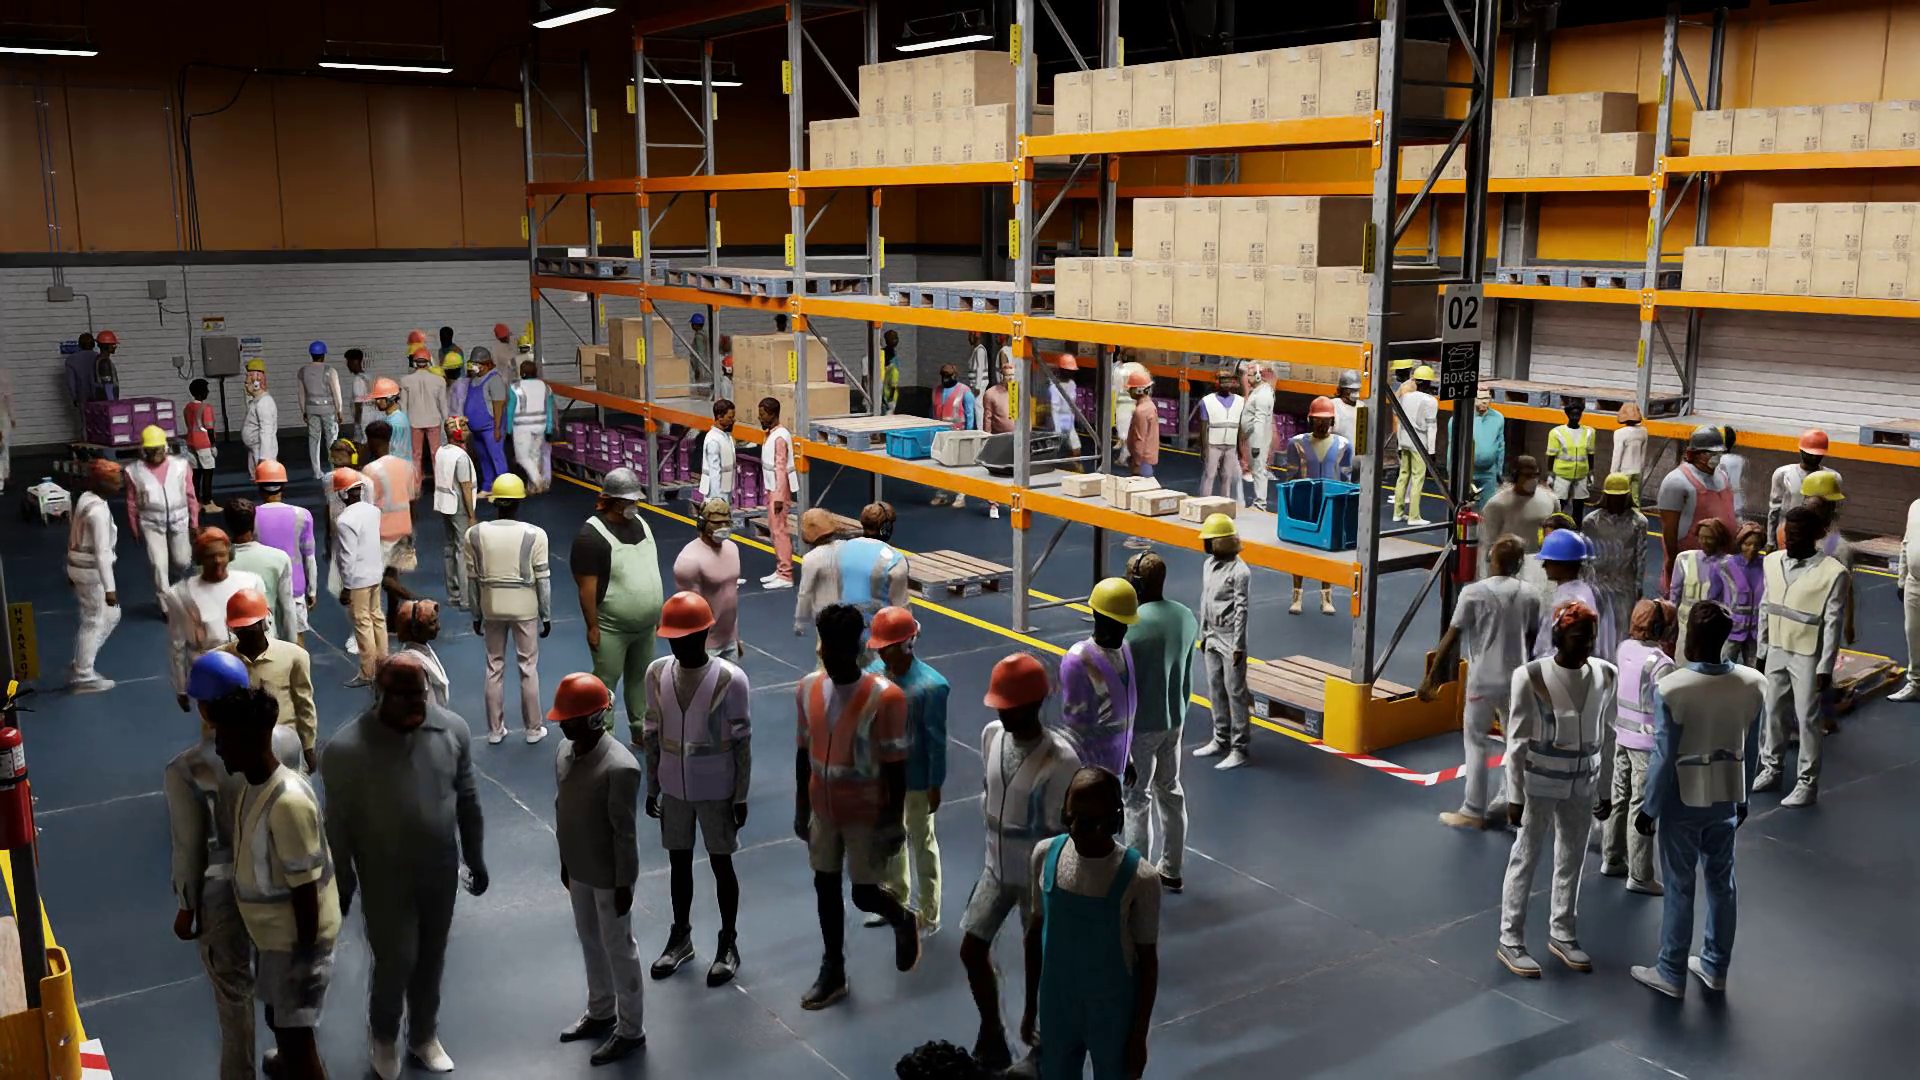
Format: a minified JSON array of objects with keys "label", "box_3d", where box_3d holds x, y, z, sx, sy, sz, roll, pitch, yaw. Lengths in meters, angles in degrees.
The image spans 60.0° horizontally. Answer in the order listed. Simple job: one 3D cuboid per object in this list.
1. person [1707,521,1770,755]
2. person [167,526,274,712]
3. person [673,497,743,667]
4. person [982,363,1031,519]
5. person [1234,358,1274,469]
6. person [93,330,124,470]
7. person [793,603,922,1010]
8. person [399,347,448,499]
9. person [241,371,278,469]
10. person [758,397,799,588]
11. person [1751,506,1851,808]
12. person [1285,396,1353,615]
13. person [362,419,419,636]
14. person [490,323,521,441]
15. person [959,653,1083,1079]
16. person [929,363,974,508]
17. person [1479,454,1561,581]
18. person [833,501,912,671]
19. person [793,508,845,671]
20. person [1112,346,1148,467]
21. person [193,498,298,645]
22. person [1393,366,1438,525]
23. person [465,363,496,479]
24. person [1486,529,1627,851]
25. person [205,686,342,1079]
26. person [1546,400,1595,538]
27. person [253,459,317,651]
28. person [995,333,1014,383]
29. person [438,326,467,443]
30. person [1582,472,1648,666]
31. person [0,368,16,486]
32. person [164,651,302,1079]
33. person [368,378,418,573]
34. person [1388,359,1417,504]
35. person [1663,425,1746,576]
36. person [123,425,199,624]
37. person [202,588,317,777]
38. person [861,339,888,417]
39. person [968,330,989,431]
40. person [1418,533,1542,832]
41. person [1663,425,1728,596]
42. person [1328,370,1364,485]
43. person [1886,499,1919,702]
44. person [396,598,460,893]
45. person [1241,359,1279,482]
[{"label":"person","box_3d":[5.397,0.671,11.471,0.519,1.631,0.318,1,11,5]},{"label":"person","box_3d":[-4.521,0.814,10.193,0.578,1.858,0.868,-9,15,-40]},{"label":"person","box_3d":[-1.583,0.676,10.664,0.378,1.937,0.628,5,12,22]},{"label":"person","box_3d":[0.592,-1.214,20.409,0.636,1.911,0.406,-4,12,-18]},{"label":"person","box_3d":[4.135,-1.947,23.818,0.536,2.000,0.684,-9,14,-39]},{"label":"person","box_3d":[-12.392,-2.032,24.263,0.404,2.038,0.605,-7,13,-32]},{"label":"person","box_3d":[-0.486,1.225,7.810,0.624,1.950,0.579,8,13,34]},{"label":"person","box_3d":[-7.026,-1.533,21.850,0.617,1.986,0.408,-4,12,-18]},{"label":"person","box_3d":[-8.157,-1.019,19.413,0.409,1.907,0.650,-5,12,-24]},{"label":"person","box_3d":[-1.821,-0.482,16.670,0.396,1.908,0.599,-3,11,-15]},{"label":"person","box_3d":[5.289,0.723,10.502,0.390,1.910,0.583,-5,12,-23]},{"label":"person","box_3d":[3.322,-0.314,15.446,0.607,2.048,0.369,1,11,6]},{"label":"person","box_3d":[-4.933,-0.080,14.526,0.641,1.938,0.628,3,11,15]},{"label":"person","box_3d":[-7.422,-2.624,27.562,0.389,1.949,0.777,7,13,32]},{"label":"person","box_3d":[0.212,1.410,6.948,0.661,1.914,0.558,-10,15,-43]},{"label":"person","box_3d":[-0.134,-1.327,21.161,0.634,1.839,0.429,7,13,31]},{"label":"person","box_3d":[4.353,0.270,12.875,0.632,1.888,1.025,-3,11,-15]},{"label":"person","box_3d":[-0.554,0.652,11.056,0.631,1.836,0.429,10,15,41]},{"label":"person","box_3d":[-1.043,0.553,12.120,0.767,1.598,0.517,7,13,32]},{"label":"person","box_3d":[2.483,-1.930,24.323,0.631,1.820,0.795,-7,13,-32]},{"label":"person","box_3d":[-4.564,0.685,10.686,0.588,1.912,0.390,-3,11,-14]},{"label":"person","box_3d":[5.509,-1.140,20.035,0.434,1.913,0.599,-6,12,-26]},{"label":"person","box_3d":[-6.731,-1.685,23.263,0.482,1.735,0.314,2,11,9]},{"label":"person","box_3d":[3.531,0.884,9.779,0.944,1.919,0.617,4,12,22]},{"label":"person","box_3d":[-2.631,1.516,6.434,0.455,1.927,0.717,-9,14,-37]},{"label":"person","box_3d":[6.754,-0.717,18.434,0.538,1.686,0.320,0,11,-2]},{"label":"person","box_3d":[-5.048,0.362,12.306,0.549,1.925,0.384,-7,13,-33]},{"label":"person","box_3d":[0.766,-2.576,27.572,0.388,1.838,0.565,2,11,10]},{"label":"person","box_3d":[-8.242,-2.507,26.999,0.596,1.916,0.372,9,14,38]},{"label":"person","box_3d":[5.081,0.328,12.972,0.487,1.737,0.358,3,12,16]},{"label":"person","box_3d":[-13.323,-1.688,22.826,0.620,1.911,0.649,8,13,34]},{"label":"person","box_3d":[-2.977,1.406,6.890,0.380,1.950,0.605,6,13,29]},{"label":"person","box_3d":[-5.885,-0.667,17.293,0.405,2.035,0.606,-3,11,-16]},{"label":"person","box_3d":[5.711,-1.422,21.430,0.383,1.923,0.590,4,12,19]},{"label":"person","box_3d":[7.458,-0.310,16.414,0.545,1.649,0.842,-6,12,-27]},{"label":"person","box_3d":[-7.339,-0.170,15.290,0.599,1.819,0.650,-8,14,-37]},{"label":"person","box_3d":[-3.747,1.110,8.907,0.576,1.749,0.334,-3,11,-13]},{"label":"person","box_3d":[-1.319,-2.212,25.613,0.315,1.869,0.526,9,14,38]},{"label":"person","box_3d":[0.282,-2.543,27.297,0.369,1.879,0.584,-1,11,-4]},{"label":"person","box_3d":[3.147,0.883,9.919,0.701,1.827,0.446,-3,12,-16]},{"label":"person","box_3d":[7.052,-0.223,15.790,0.663,1.718,0.593,3,11,13]},{"label":"person","box_3d":[4.241,-0.845,18.177,0.672,2.000,0.536,-5,12,-26]},{"label":"person","box_3d":[7.304,0.341,12.494,0.400,1.896,0.653,-3,11,-15]},{"label":"person","box_3d":[-2.936,1.126,9.117,0.306,1.640,0.522,-3,11,-14]},{"label":"person","box_3d":[4.201,-1.721,23.072,0.673,1.884,0.633,-8,14,-37]}]
